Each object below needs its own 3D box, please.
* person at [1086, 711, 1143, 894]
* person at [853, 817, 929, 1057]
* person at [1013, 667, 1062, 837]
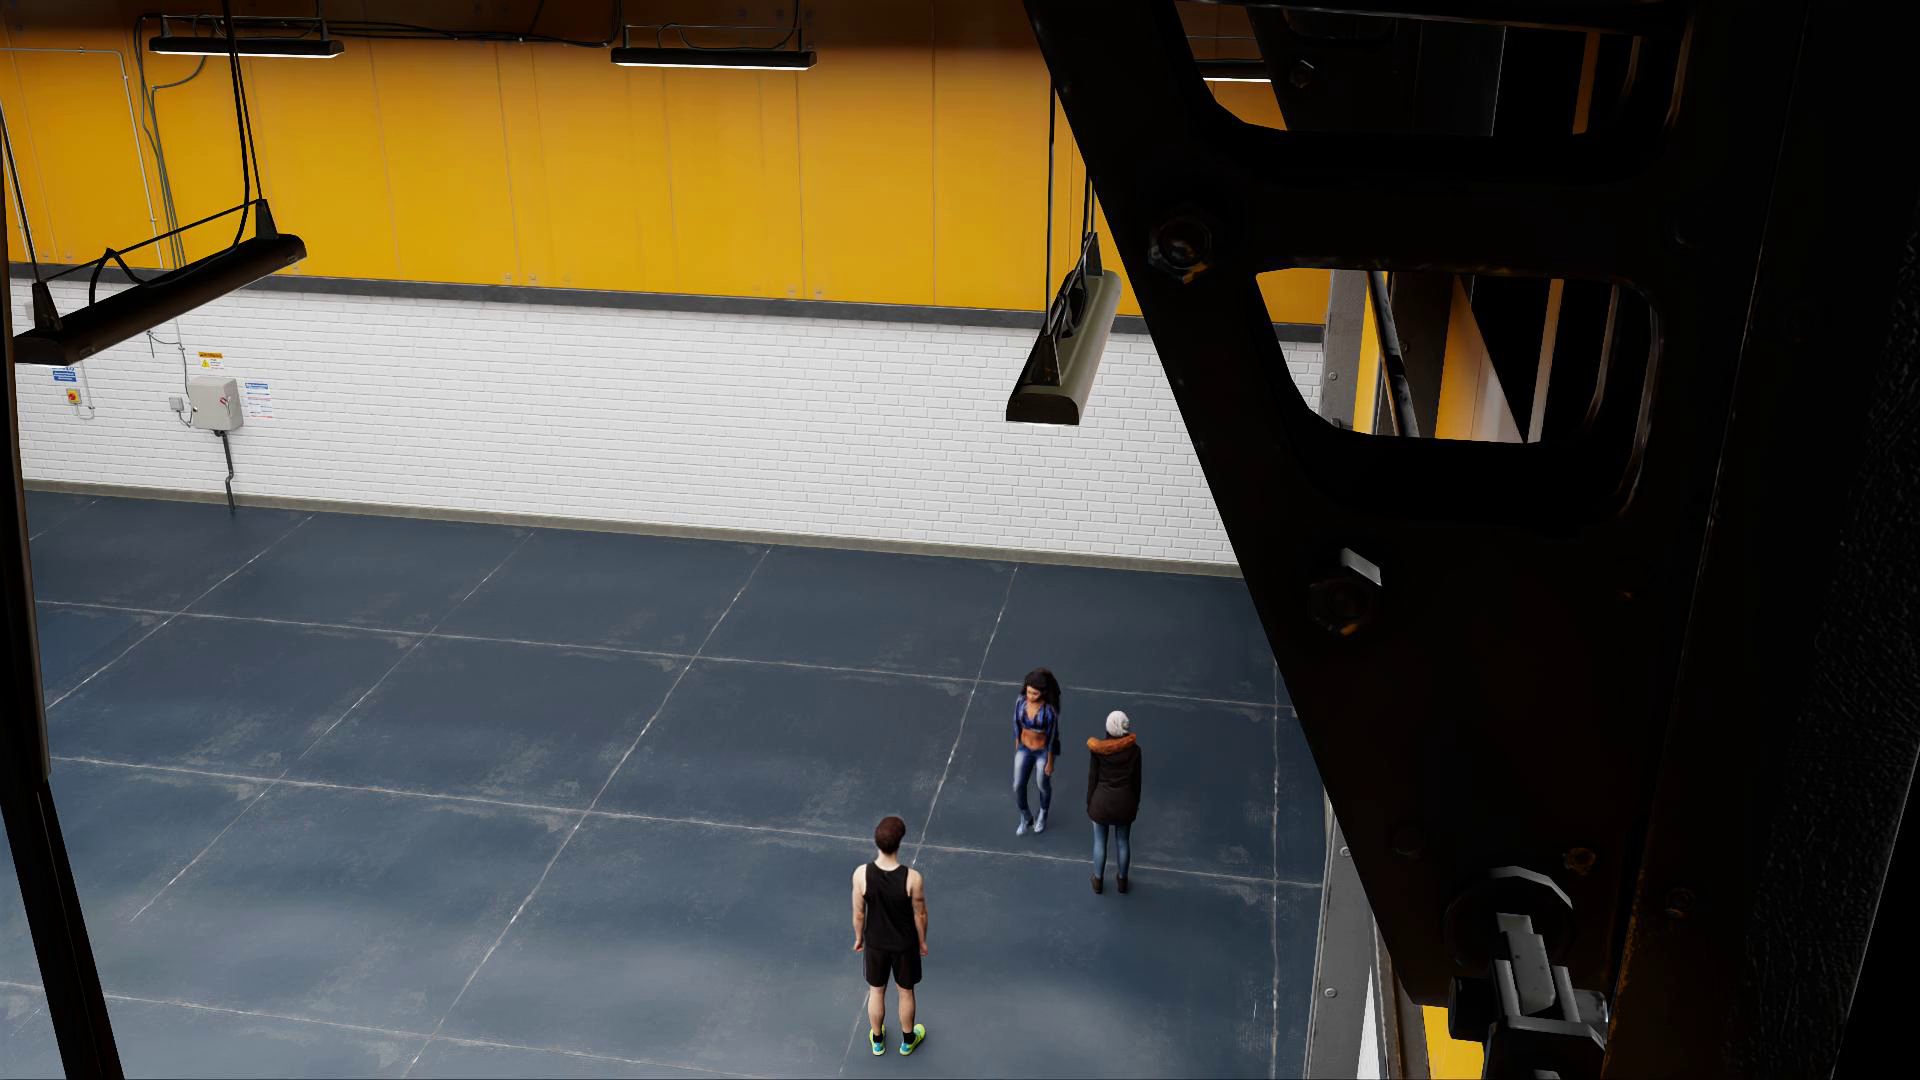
[{"bbox_3d":[1.230,2.105,13.368,0.675,1.634,0.676,-2,24,-5],"label":"person"},{"bbox_3d":[-0.480,2.764,11.537,0.687,1.892,0.592,2,24,5],"label":"person"},{"bbox_3d":[0.686,1.777,14.156,0.726,1.604,0.724,12,26,25],"label":"person"}]
